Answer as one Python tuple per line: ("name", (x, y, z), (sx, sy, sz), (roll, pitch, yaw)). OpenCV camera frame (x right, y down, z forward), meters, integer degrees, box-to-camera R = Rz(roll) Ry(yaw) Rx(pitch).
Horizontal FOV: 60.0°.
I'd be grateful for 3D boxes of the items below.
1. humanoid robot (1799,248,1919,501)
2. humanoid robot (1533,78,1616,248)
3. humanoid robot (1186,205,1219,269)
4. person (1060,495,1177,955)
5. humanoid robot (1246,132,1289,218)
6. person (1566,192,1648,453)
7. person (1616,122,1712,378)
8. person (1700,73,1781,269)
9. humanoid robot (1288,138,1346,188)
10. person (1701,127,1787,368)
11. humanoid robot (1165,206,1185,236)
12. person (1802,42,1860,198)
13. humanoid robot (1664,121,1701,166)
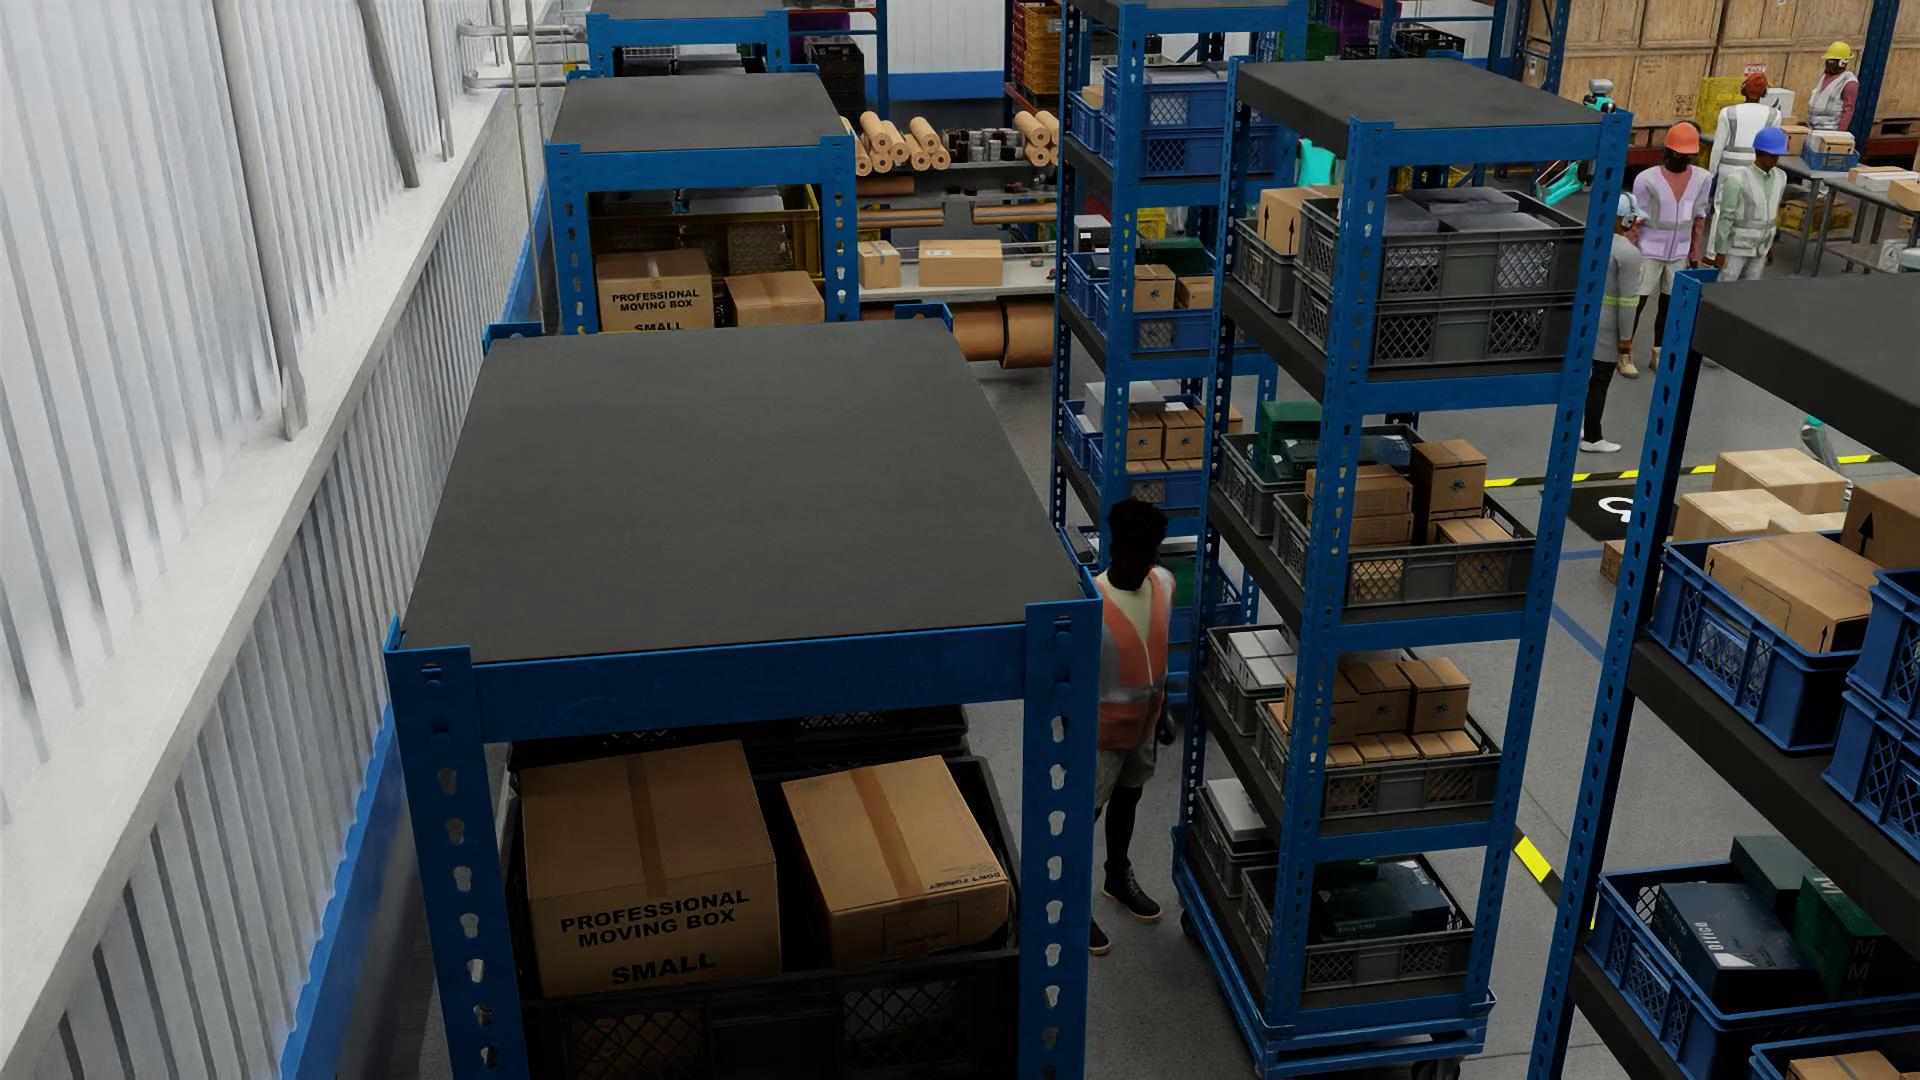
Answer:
("humanoid robot", (5.799, -1.097, 10.764), (0.735, 1.677, 0.533), (15, 28, 29))
("humanoid robot", (5.983, -3.686, 16.437), (0.734, 1.690, 0.531), (-2, 25, -4))
("humanoid robot", (2.359, -3.429, 16.054), (0.601, 1.654, 0.313), (-6, 25, -12))
("person", (0.637, 0.734, 6.683), (0.602, 1.958, 0.377), (-19, 31, -35))
("humanoid robot", (2.943, -3.693, 16.586), (0.557, 1.736, 1.051), (-5, 25, -10))
("person", (4.551, -1.531, 11.732), (0.386, 1.852, 0.586), (-8, 26, -18))
("person", (5.552, -2.269, 13.128), (0.602, 2.037, 0.389), (-1, 25, -1))
("person", (7.534, -3.550, 16.082), (0.583, 1.882, 0.337), (5, 25, 11))
("humanoid robot", (3.107, -2.663, 14.452), (0.546, 1.906, 0.758), (-2, 25, -3))
("person", (6.334, -2.355, 13.409), (0.614, 1.945, 0.402), (-10, 26, -20))
("humanoid robot", (2.238, -4.007, 17.255), (0.552, 1.725, 1.024), (0, 25, 0))
("person", (9.495, -4.530, 18.274), (0.403, 1.830, 0.596), (-4, 25, -9))
("humanoid robot", (6.513, -3.023, 15.248), (0.616, 1.622, 0.795), (-21, 32, -38))
